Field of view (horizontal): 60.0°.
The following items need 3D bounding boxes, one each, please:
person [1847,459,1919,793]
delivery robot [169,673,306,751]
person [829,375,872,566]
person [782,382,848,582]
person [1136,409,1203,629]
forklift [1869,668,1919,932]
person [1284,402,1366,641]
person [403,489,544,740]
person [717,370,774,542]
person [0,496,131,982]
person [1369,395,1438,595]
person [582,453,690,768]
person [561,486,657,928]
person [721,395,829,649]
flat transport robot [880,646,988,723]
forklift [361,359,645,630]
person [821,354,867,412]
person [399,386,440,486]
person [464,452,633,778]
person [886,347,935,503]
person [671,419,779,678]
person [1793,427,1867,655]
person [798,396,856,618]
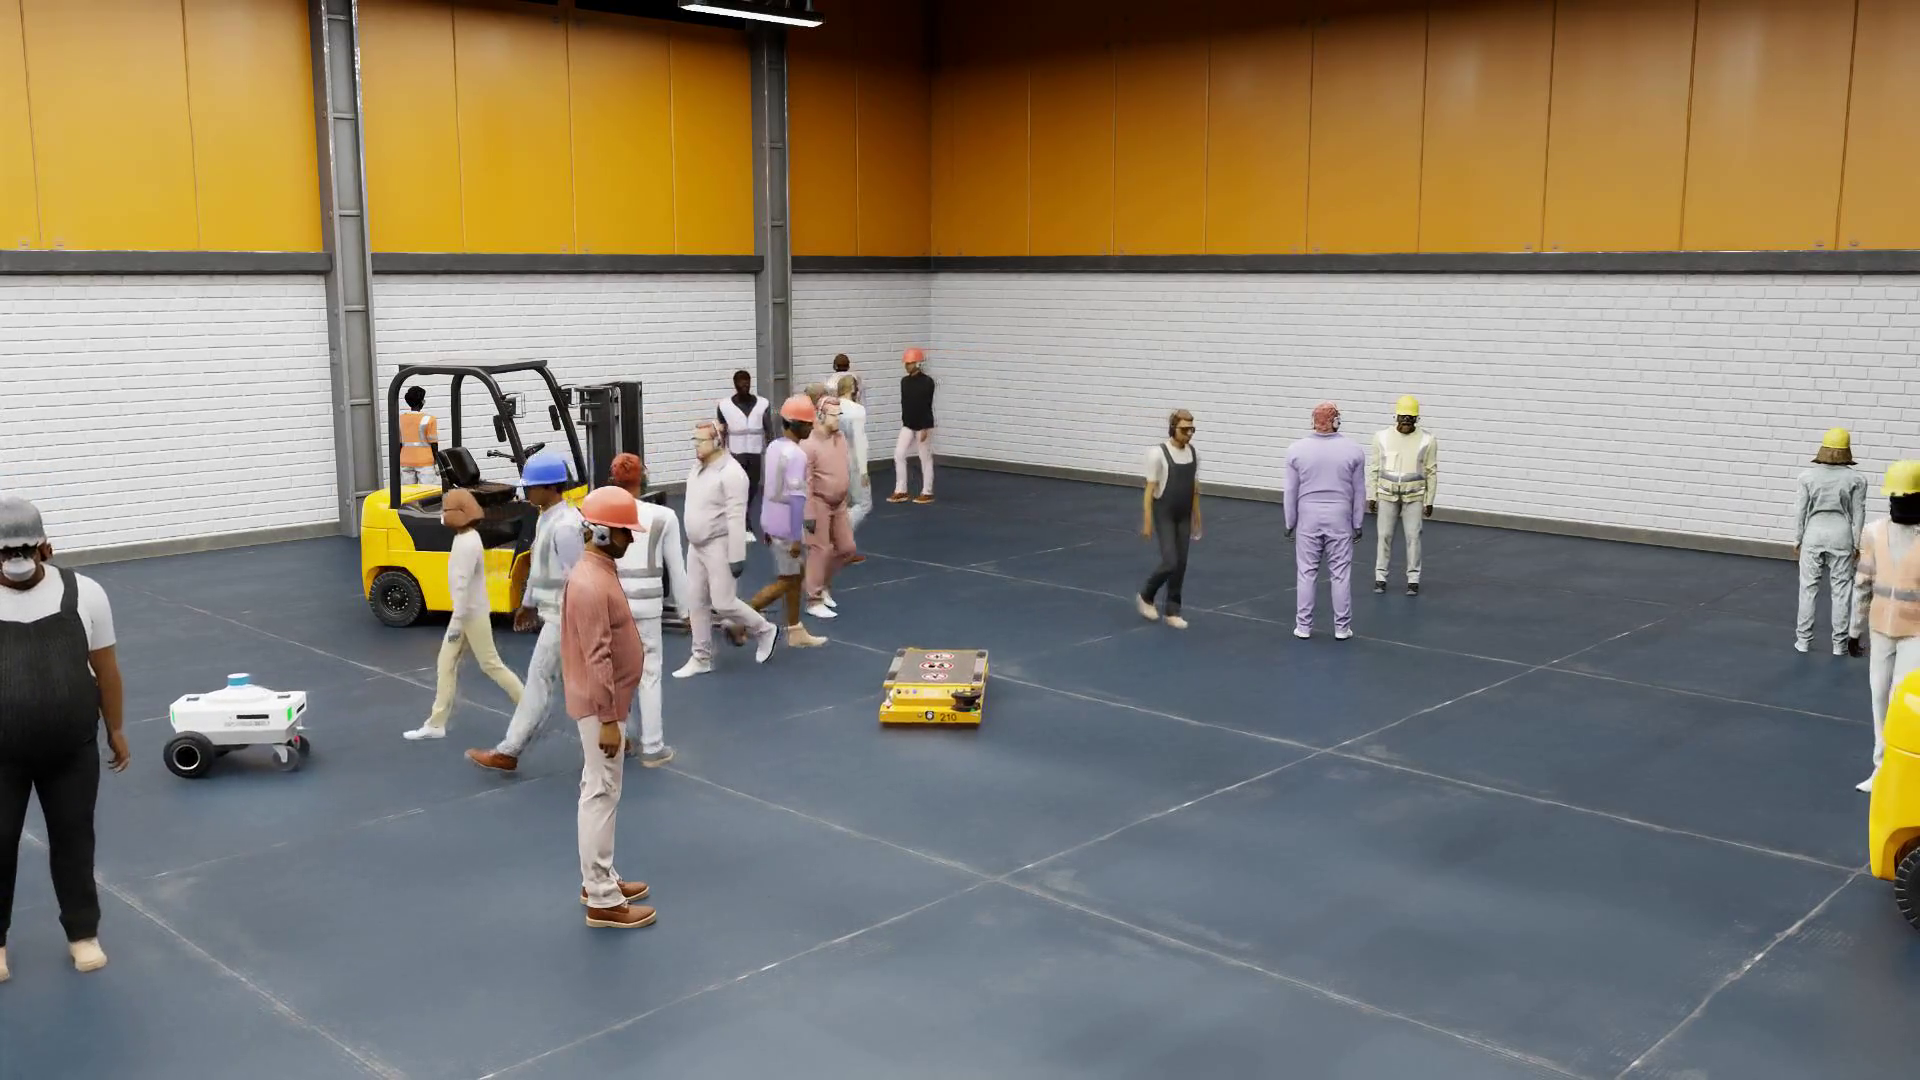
[{"bbox_3d":[5.229,0.498,9.255,0.422,1.906,0.617,-5,10,-26],"label":"person"},{"bbox_3d":[-4.256,1.034,9.831,0.707,0.478,0.477,-1,9,-7],"label":"delivery robot"},{"bbox_3d":[-1.133,-0.679,16.509,0.492,1.900,0.706,-8,12,-40],"label":"person"},{"bbox_3d":[-1.317,-0.491,15.312,0.638,1.915,0.736,-4,10,-24],"label":"person"},{"bbox_3d":[1.729,-0.169,13.612,0.517,1.829,0.443,-6,11,-35],"label":"person"},{"bbox_3d":[5.205,0.723,7.013,2.313,2.155,1.214,9,13,43],"label":"forklift"},{"bbox_3d":[2.897,-0.145,13.232,0.636,1.903,0.404,2,9,12],"label":"person"},{"bbox_3d":[-3.039,0.467,10.408,0.841,1.593,0.513,-3,10,-19],"label":"person"},{"bbox_3d":[-2.388,-0.955,18.315,0.590,1.873,0.981,-4,10,-25],"label":"person"},{"bbox_3d":[-3.859,0.810,6.949,0.692,2.000,0.536,-7,12,-38],"label":"person"},{"bbox_3d":[4.009,-0.405,15.076,0.597,1.825,0.403,4,10,21],"label":"person"},{"bbox_3d":[-1.923,0.427,9.803,0.620,1.880,0.365,-1,9,-6],"label":"person"},{"bbox_3d":[-1.592,0.744,7.522,0.391,1.986,0.609,-2,10,-14],"label":"person"},{"bbox_3d":[-1.424,-0.105,12.686,0.802,2.009,0.659,-4,10,-22],"label":"person"},{"bbox_3d":[-0.156,0.971,11.372,0.652,0.197,1.431,1,9,3],"label":"flat transport robot"},{"bbox_3d":[-3.850,-0.407,13.936,2.313,2.155,1.214,2,9,11],"label":"forklift"},{"bbox_3d":[-1.545,-1.532,21.923,0.634,1.839,0.429,-3,10,-19],"label":"person"},{"bbox_3d":[-5.864,-0.818,18.005,0.531,1.694,0.320,3,10,18],"label":"person"},{"bbox_3d":[-2.405,0.427,9.740,1.010,1.888,0.629,-3,10,-18],"label":"person"},{"bbox_3d":[-0.617,-1.416,20.828,0.617,1.970,0.747,9,13,43],"label":"person"},{"bbox_3d":[-1.731,0.052,12.083,0.737,1.886,0.650,-8,12,-39],"label":"person"},{"bbox_3d":[6.668,0.006,12.781,0.487,1.744,0.312,6,11,32],"label":"person"},{"bbox_3d":[-1.129,-0.276,14.072,0.422,1.888,0.691,5,11,29],"label":"person"}]
